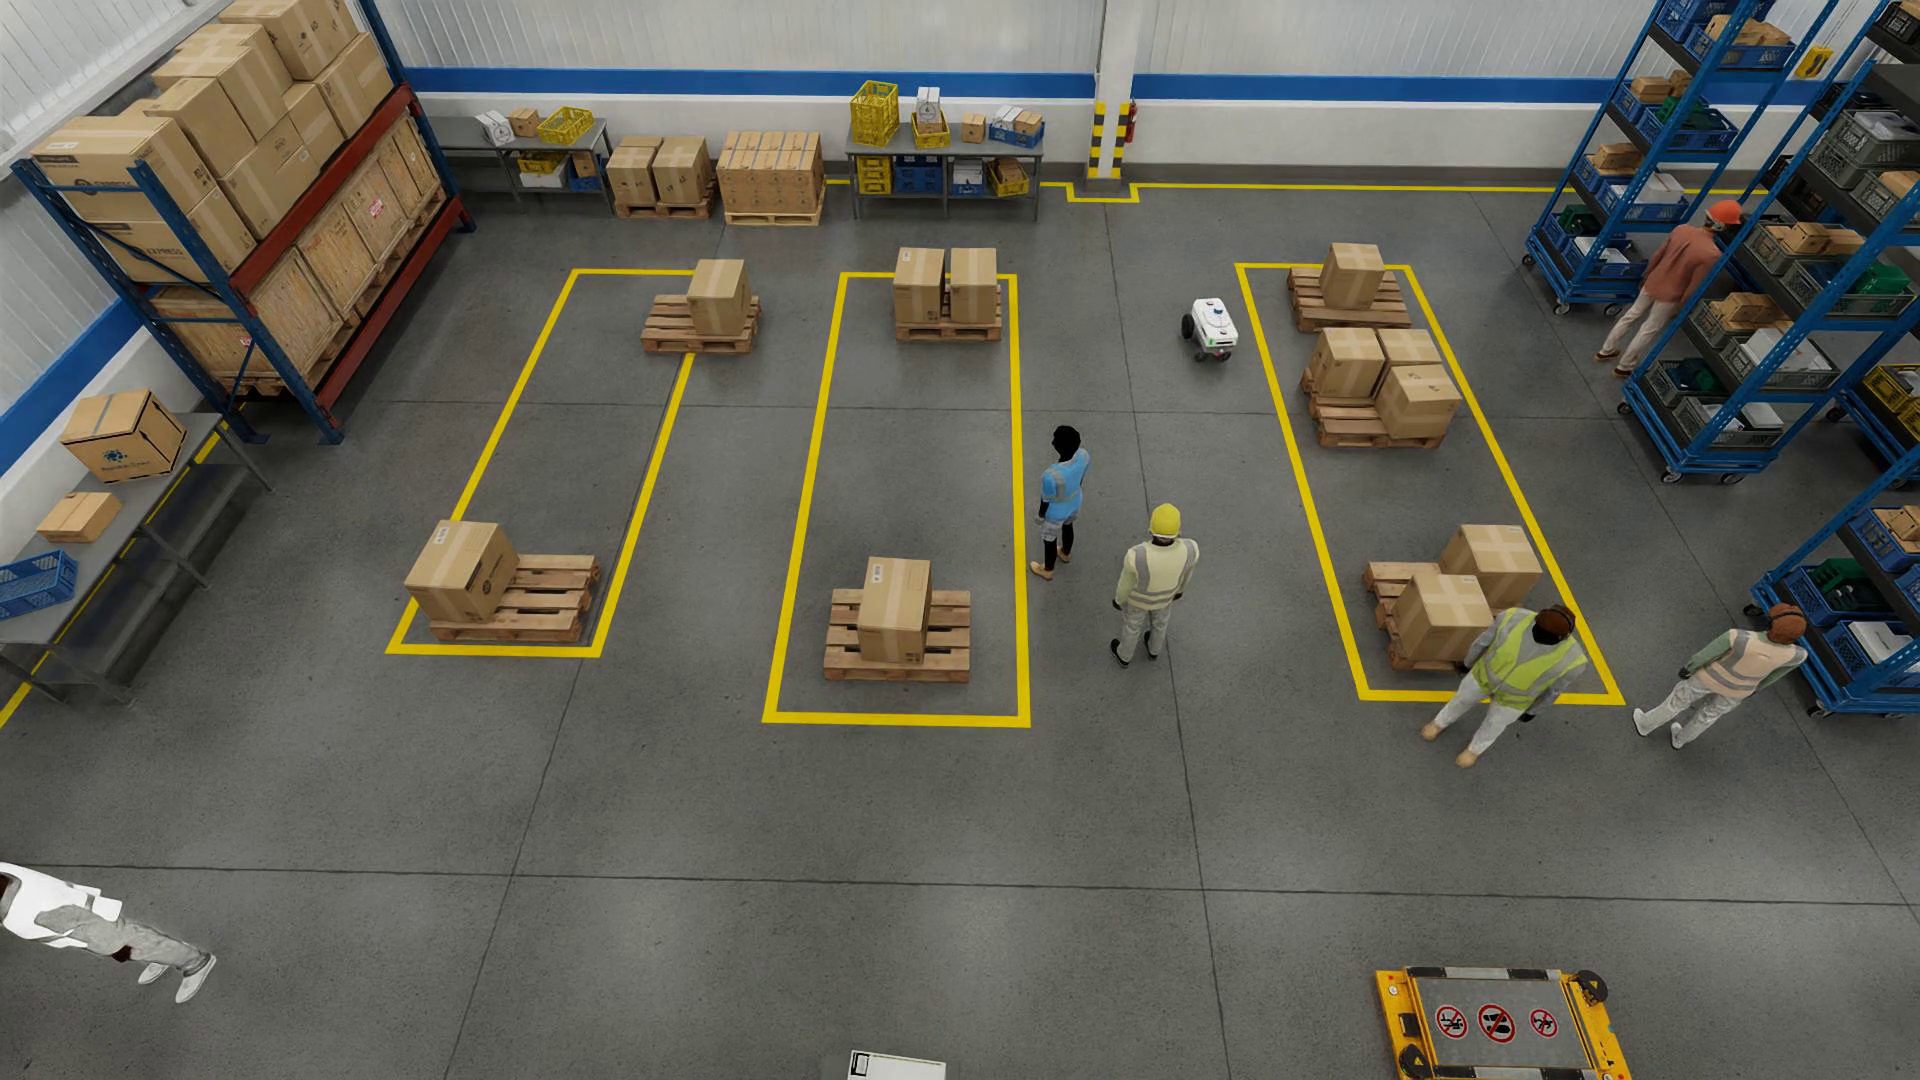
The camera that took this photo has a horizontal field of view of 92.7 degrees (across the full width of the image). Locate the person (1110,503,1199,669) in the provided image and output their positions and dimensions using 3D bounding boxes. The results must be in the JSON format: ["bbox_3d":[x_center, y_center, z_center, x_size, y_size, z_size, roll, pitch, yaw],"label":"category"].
[{"bbox_3d":[1.479,0.385,7.156,0.595,1.828,0.403,-10,51,-8],"label":"person"}]

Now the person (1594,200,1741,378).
[{"bbox_3d":[7.305,-2.584,9.472,0.392,1.991,0.612,-9,51,-8],"label":"person"}]

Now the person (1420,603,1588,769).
[{"bbox_3d":[3.916,1.040,6.622,0.429,1.836,0.624,-30,57,-22],"label":"person"}]

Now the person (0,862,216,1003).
[{"bbox_3d":[-5.277,2.322,5.521,0.599,1.915,0.377,17,53,14],"label":"person"}]

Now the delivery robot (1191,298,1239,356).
[{"bbox_3d":[2.824,-2.385,10.172,0.477,0.478,0.707,-5,51,-4],"label":"delivery robot"}]

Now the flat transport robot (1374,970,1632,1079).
[{"bbox_3d":[3.501,3.133,5.914,1.431,0.197,0.652,1,51,1],"label":"flat transport robot"}]

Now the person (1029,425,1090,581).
[{"bbox_3d":[0.851,-0.306,7.809,0.319,1.690,0.530,37,60,26],"label":"person"}]

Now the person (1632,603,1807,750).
[{"bbox_3d":[5.607,1.035,6.754,0.516,1.633,0.312,19,53,15],"label":"person"}]
